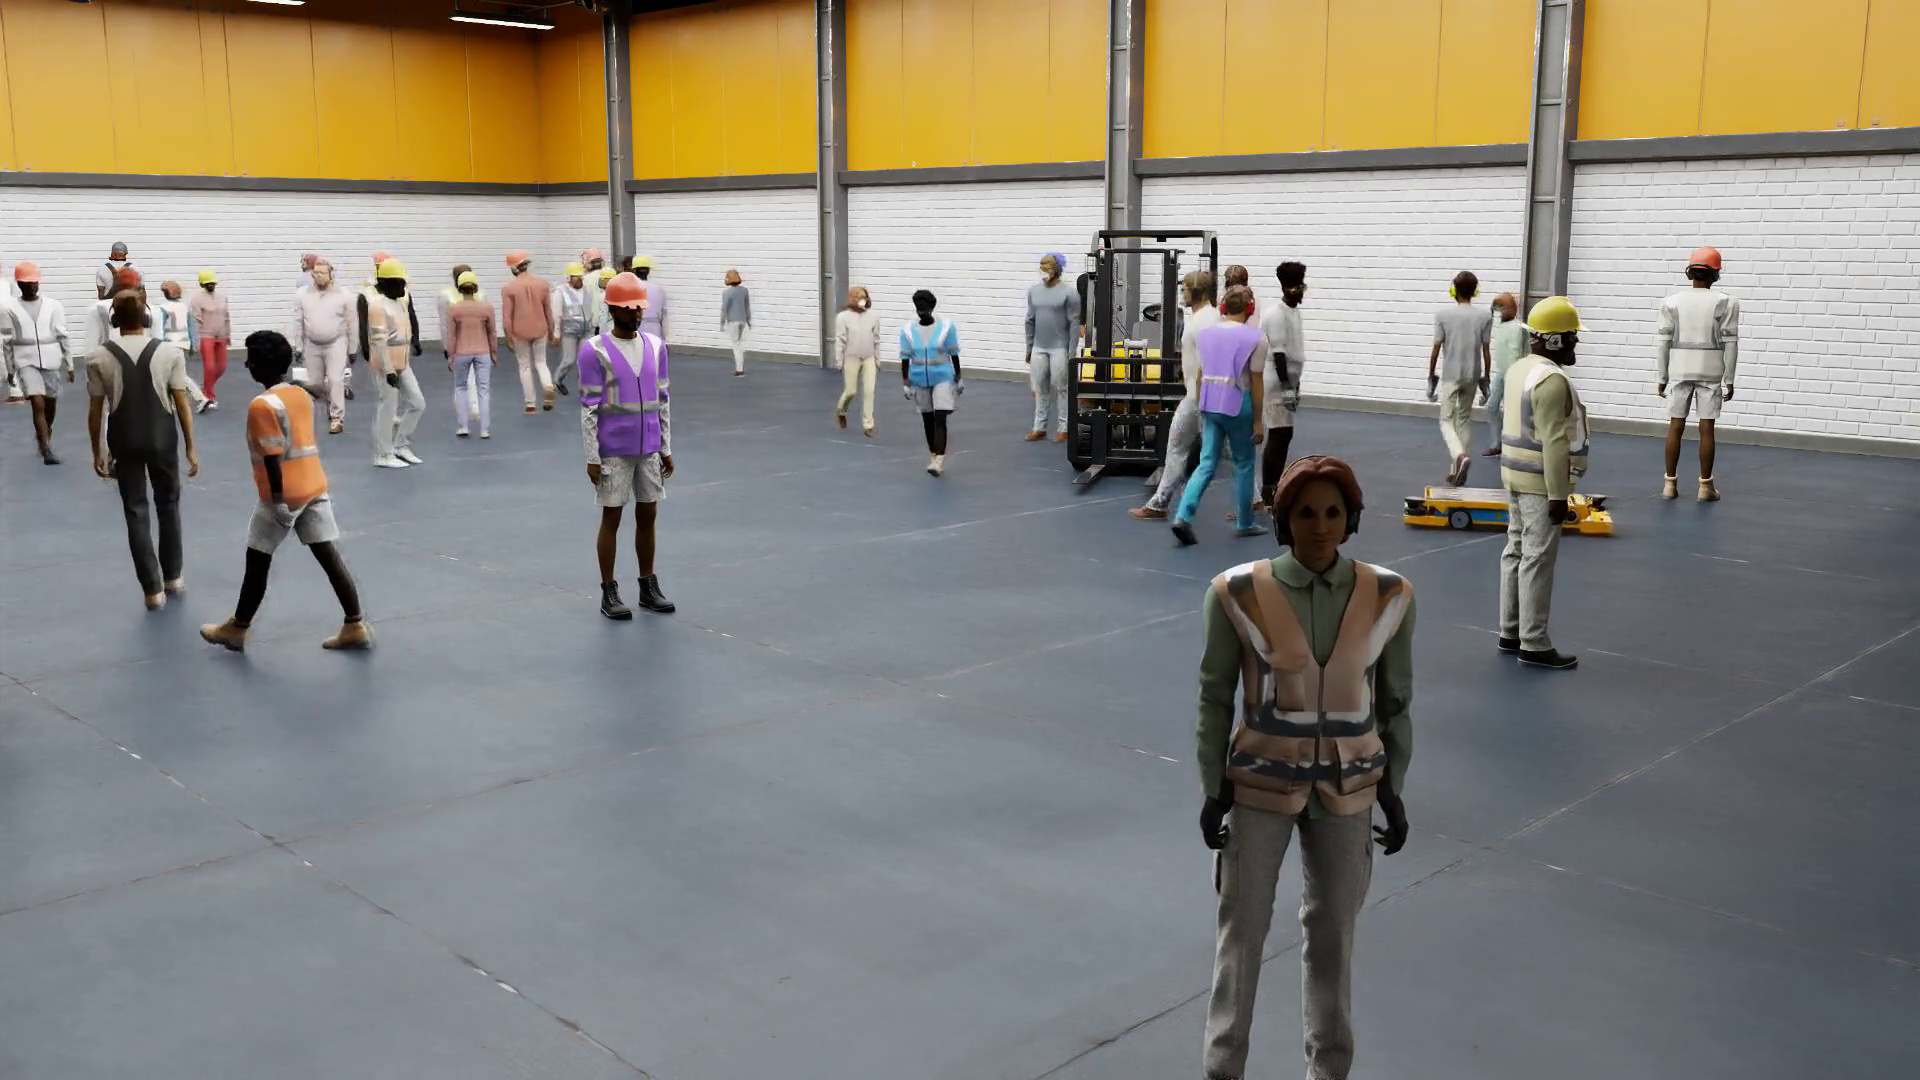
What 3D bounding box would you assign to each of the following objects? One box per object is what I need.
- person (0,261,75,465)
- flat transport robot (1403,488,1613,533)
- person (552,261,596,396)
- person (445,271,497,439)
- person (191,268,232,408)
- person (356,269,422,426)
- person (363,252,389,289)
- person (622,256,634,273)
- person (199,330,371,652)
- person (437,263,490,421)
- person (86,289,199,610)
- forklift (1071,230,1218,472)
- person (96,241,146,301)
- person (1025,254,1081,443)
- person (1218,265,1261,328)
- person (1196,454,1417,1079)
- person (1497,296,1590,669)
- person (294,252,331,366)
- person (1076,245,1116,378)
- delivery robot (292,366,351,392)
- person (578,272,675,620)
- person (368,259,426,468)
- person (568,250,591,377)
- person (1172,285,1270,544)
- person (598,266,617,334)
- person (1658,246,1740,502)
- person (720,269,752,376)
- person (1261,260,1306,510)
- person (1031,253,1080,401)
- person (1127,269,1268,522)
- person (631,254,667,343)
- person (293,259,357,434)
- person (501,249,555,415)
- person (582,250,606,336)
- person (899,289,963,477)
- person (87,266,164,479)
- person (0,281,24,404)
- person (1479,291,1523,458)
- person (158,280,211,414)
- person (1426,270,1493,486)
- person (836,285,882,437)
[{"bbox_3d":[-8.727,-1.684,15.731,0.591,1.901,0.915,-8,13,-37],"label":"person"},{"bbox_3d":[4.012,-0.232,12.238,1.431,0.197,0.652,3,11,15],"label":"flat transport robot"},{"bbox_3d":[-5.013,-2.696,21.489,0.618,1.809,0.631,10,14,44],"label":"person"},{"bbox_3d":[-5.160,-1.943,17.562,0.538,1.749,0.656,-4,11,-22],"label":"person"},{"bbox_3d":[-9.341,-2.512,20.696,0.544,1.734,0.553,5,12,27],"label":"person"},{"bbox_3d":[-6.355,-2.175,18.673,0.616,1.803,0.815,-10,14,-44],"label":"person"},{"bbox_3d":[-8.177,-3.129,23.628,0.567,1.891,0.899,-5,11,-24],"label":"person"},{"bbox_3d":[-4.418,-2.846,22.149,0.581,1.875,1.023,-8,13,-37],"label":"person"},{"bbox_3d":[-3.459,-0.241,8.493,0.857,1.650,0.548,2,11,9],"label":"person"},{"bbox_3d":[-5.731,-2.293,19.267,0.870,1.818,0.618,8,13,37],"label":"person"},{"bbox_3d":[-4.743,-0.537,9.669,0.549,1.818,0.785,-5,12,-26],"label":"person"},{"bbox_3d":[1.804,-1.825,15.677,1.214,2.155,2.313,2,11,13],"label":"forklift"},{"bbox_3d":[-13.184,-3.683,26.228,0.688,2.000,0.536,-3,11,-17],"label":"person"},{"bbox_3d":[0.943,-1.971,17.170,0.635,1.937,0.352,7,13,35],"label":"person"},{"bbox_3d":[2.821,-1.881,16.986,0.432,1.836,0.618,8,13,36],"label":"person"},{"bbox_3d":[0.807,0.608,3.918,0.514,1.641,0.315,0,10,-2],"label":"person"},{"bbox_3d":[2.901,-0.287,8.272,0.403,1.835,0.588,0,10,-1],"label":"person"},{"bbox_3d":[-9.310,-3.197,23.993,0.705,1.889,0.669,4,11,20],"label":"person"},{"bbox_3d":[1.786,-2.839,21.742,0.611,1.997,0.375,-7,13,-35],"label":"person"},{"bbox_3d":[-8.258,-2.125,21.529,0.707,0.478,0.477,3,11,15],"label":"delivery robot"},{"bbox_3d":[-1.836,-0.517,9.272,0.540,1.931,0.382,-9,14,-42],"label":"person"},{"bbox_3d":[-5.174,-1.604,15.223,0.493,1.913,0.586,2,11,10],"label":"person"},{"bbox_3d":[-5.583,-3.416,25.141,0.655,1.906,0.407,-3,11,-18],"label":"person"},{"bbox_3d":[1.821,-0.864,11.534,0.575,1.803,0.900,10,14,43],"label":"person"},{"bbox_3d":[-4.373,-2.541,20.813,0.307,1.743,0.494,5,11,24],"label":"person"},{"bbox_3d":[5.918,-1.327,13.372,0.606,2.044,0.373,7,13,34],"label":"person"},{"bbox_3d":[-3.431,-3.290,25.208,0.469,1.614,0.536,9,14,40],"label":"person"},{"bbox_3d":[2.511,-1.202,12.972,0.398,1.943,0.660,5,12,27],"label":"person"},{"bbox_3d":[1.207,-2.683,21.154,0.622,1.890,1.008,-6,12,-29],"label":"person"},{"bbox_3d":[1.822,-1.056,12.336,1.032,1.892,0.650,3,11,14],"label":"person"},{"bbox_3d":[-3.689,-2.348,19.292,0.629,1.909,0.477,-7,13,-35],"label":"person"},{"bbox_3d":[-6.878,-2.114,18.101,0.646,1.884,0.680,-1,10,-4],"label":"person"},{"bbox_3d":[-5.073,-2.443,19.659,0.644,1.970,0.600,-7,12,-33],"label":"person"},{"bbox_3d":[-5.020,-3.083,23.302,0.621,1.926,1.078,-1,10,-7],"label":"person"},{"bbox_3d":[-0.283,-1.379,14.697,0.543,1.652,0.804,3,11,16],"label":"person"},{"bbox_3d":[-7.213,-1.429,14.418,0.620,1.863,0.470,-3,11,-17],"label":"person"},{"bbox_3d":[-12.257,-2.635,21.073,0.887,1.838,0.588,3,11,17],"label":"person"},{"bbox_3d":[5.192,-1.542,15.718,0.554,1.603,0.514,-1,10,-8],"label":"person"},{"bbox_3d":[-9.353,-2.303,19.915,0.799,1.605,0.512,2,11,12],"label":"person"},{"bbox_3d":[4.226,-1.344,14.021,0.543,1.844,0.681,0,10,0],"label":"person"},{"bbox_3d":[-1.101,-1.916,17.769,0.507,1.617,0.606,-4,11,-22],"label":"person"}]
